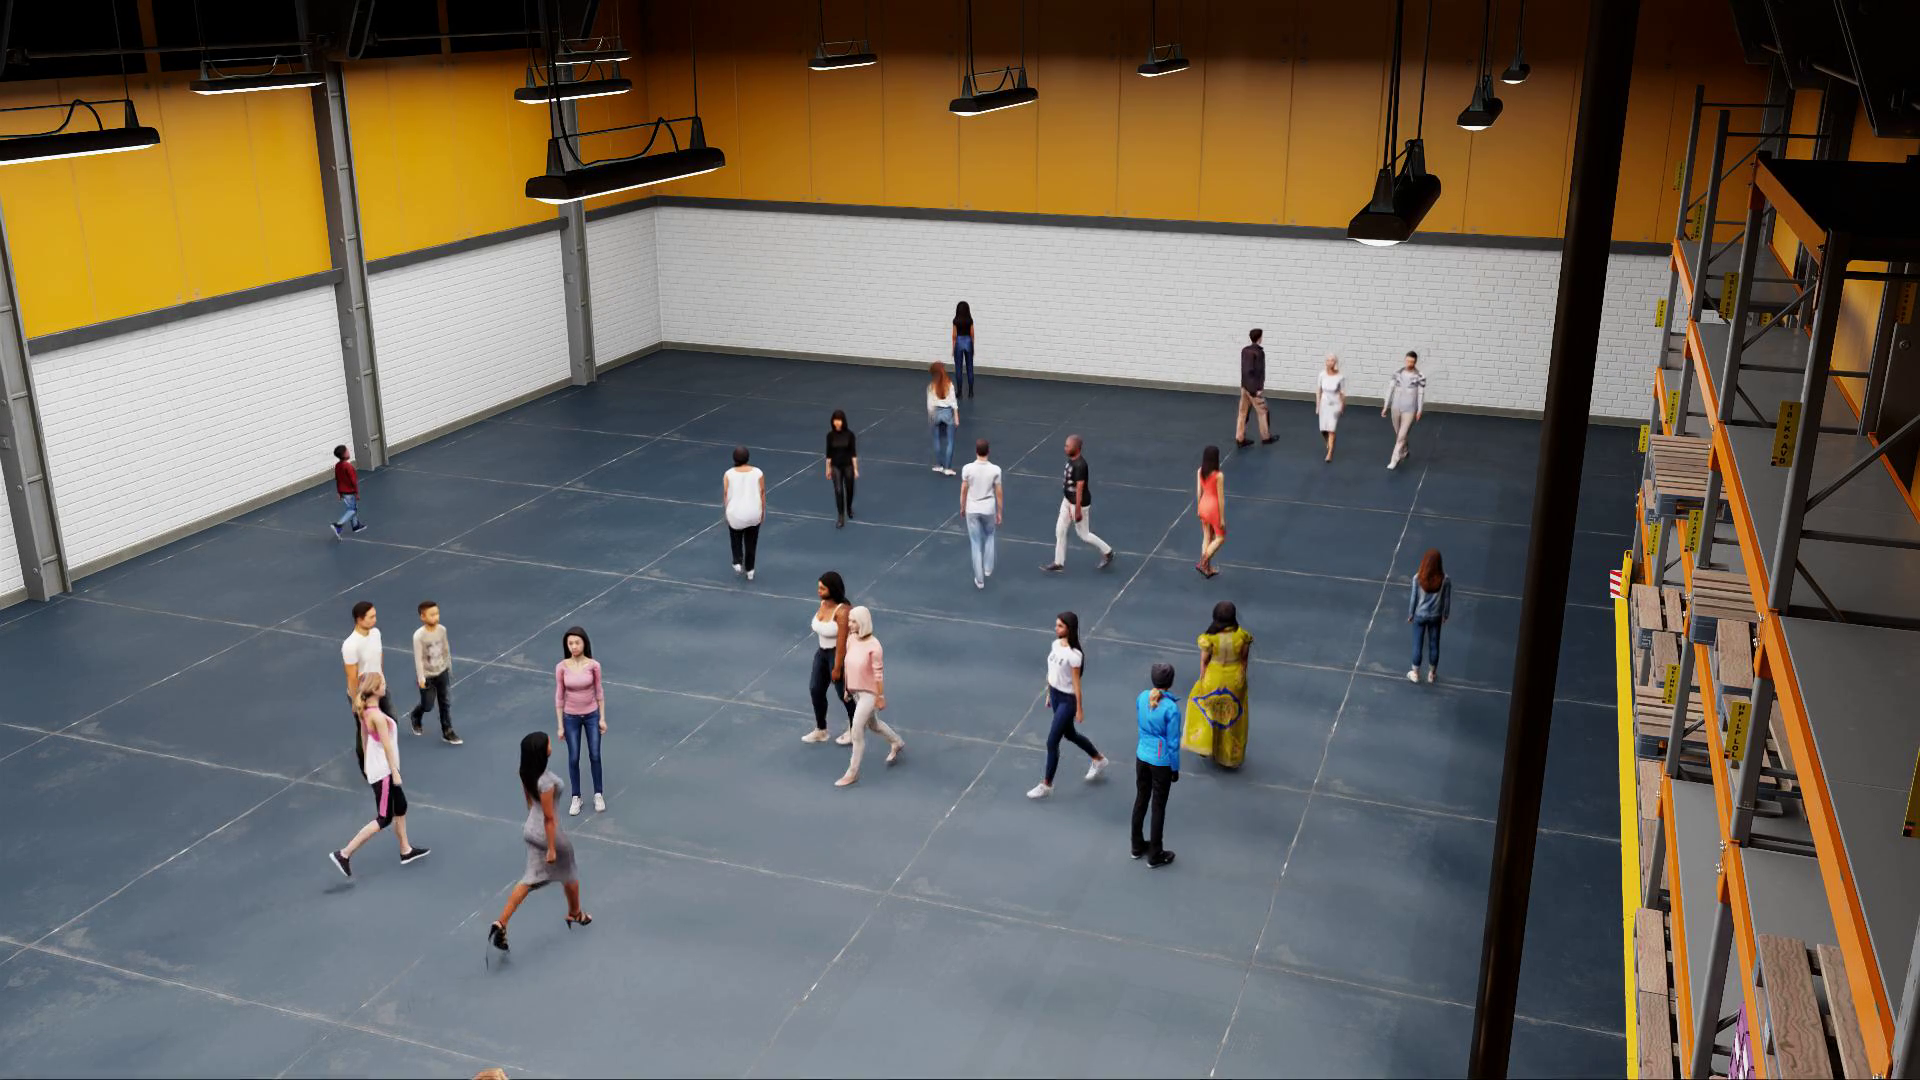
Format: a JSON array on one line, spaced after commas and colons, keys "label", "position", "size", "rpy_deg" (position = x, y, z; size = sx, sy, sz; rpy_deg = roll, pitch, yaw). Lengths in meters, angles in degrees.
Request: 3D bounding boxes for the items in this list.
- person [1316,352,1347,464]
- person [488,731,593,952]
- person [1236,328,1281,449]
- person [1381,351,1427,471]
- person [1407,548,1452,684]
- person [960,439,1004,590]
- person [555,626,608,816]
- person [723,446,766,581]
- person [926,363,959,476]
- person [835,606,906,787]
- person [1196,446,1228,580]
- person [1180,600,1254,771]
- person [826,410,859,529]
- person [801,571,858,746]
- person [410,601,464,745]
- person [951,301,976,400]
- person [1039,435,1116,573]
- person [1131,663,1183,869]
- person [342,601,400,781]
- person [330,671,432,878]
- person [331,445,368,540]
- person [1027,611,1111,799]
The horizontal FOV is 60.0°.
[{"label": "person", "position": [5.742, -2.061, 25.658], "size": [0.642, 1.728, 0.851], "rpy_deg": [8, 20, 21]}, {"label": "person", "position": [-3.235, 2.322, 12.617], "size": [0.903, 1.746, 1.199], "rpy_deg": [17, 25, 40]}, {"label": "person", "position": [4.559, -2.383, 26.339], "size": [1.157, 1.903, 1.068], "rpy_deg": [-11, 21, -29]}, {"label": "person", "position": [6.788, -1.980, 25.308], "size": [0.988, 1.798, 1.328], "rpy_deg": [15, 24, 37]}, {"label": "person", "position": [4.945, 0.795, 17.573], "size": [0.614, 1.476, 0.569], "rpy_deg": [2, 19, 6]}, {"label": "person", "position": [0.262, -0.297, 20.254], "size": [0.860, 1.834, 0.987], "rpy_deg": [-2, 19, -5]}, {"label": "person", "position": [-3.362, 1.588, 14.801], "size": [0.660, 1.742, 0.672], "rpy_deg": [-4, 19, -11]}, {"label": "person", "position": [-2.677, -0.324, 20.587], "size": [0.854, 1.672, 0.943], "rpy_deg": [-3, 19, -8]}, {"label": "person", "position": [-0.281, -1.820, 24.976], "size": [0.690, 1.707, 0.668], "rpy_deg": [9, 20, 24]}, {"label": "person", "position": [-0.802, 1.406, 15.429], "size": [1.211, 1.686, 0.954], "rpy_deg": [-15, 24, -38]}, {"label": "person", "position": [3.043, -0.309, 20.485], "size": [0.842, 1.710, 0.766], "rpy_deg": [-15, 24, -37]}, {"label": "person", "position": [2.479, 1.386, 15.552], "size": [0.931, 1.646, 0.923], "rpy_deg": [-1, 19, -2]}, {"label": "person", "position": [-1.591, -0.991, 22.638], "size": [0.697, 1.628, 0.788], "rpy_deg": [1, 19, 3]}, {"label": "person", "position": [-1.104, 1.137, 16.073], "size": [0.977, 1.785, 0.896], "rpy_deg": [-13, 22, -33]}, {"label": "person", "position": [-5.152, 1.289, 16.141], "size": [0.745, 1.453, 0.816], "rpy_deg": [13, 22, 33]}, {"label": "person", "position": [0.063, -3.387, 29.581], "size": [0.663, 1.738, 0.690], "rpy_deg": [-4, 19, -11]}, {"label": "person", "position": [1.541, -0.431, 20.750], "size": [1.171, 1.771, 1.226], "rpy_deg": [-5, 19, -14]}, {"label": "person", "position": [1.628, 1.863, 13.901], "size": [0.705, 1.796, 0.696], "rpy_deg": [-15, 24, -38]}, {"label": "person", "position": [-5.526, 1.398, 15.302], "size": [0.758, 1.783, 0.608], "rpy_deg": [5, 19, 15]}, {"label": "person", "position": [-4.839, 1.958, 13.668], "size": [1.142, 1.763, 0.985], "rpy_deg": [-13, 23, -34]}, {"label": "person", "position": [-8.222, -0.638, 22.199], "size": [0.674, 1.239, 0.853], "rpy_deg": [15, 24, 38]}, {"label": "person", "position": [1.040, 1.483, 15.121], "size": [1.147, 1.737, 1.093], "rpy_deg": [-8, 20, -23]}]
